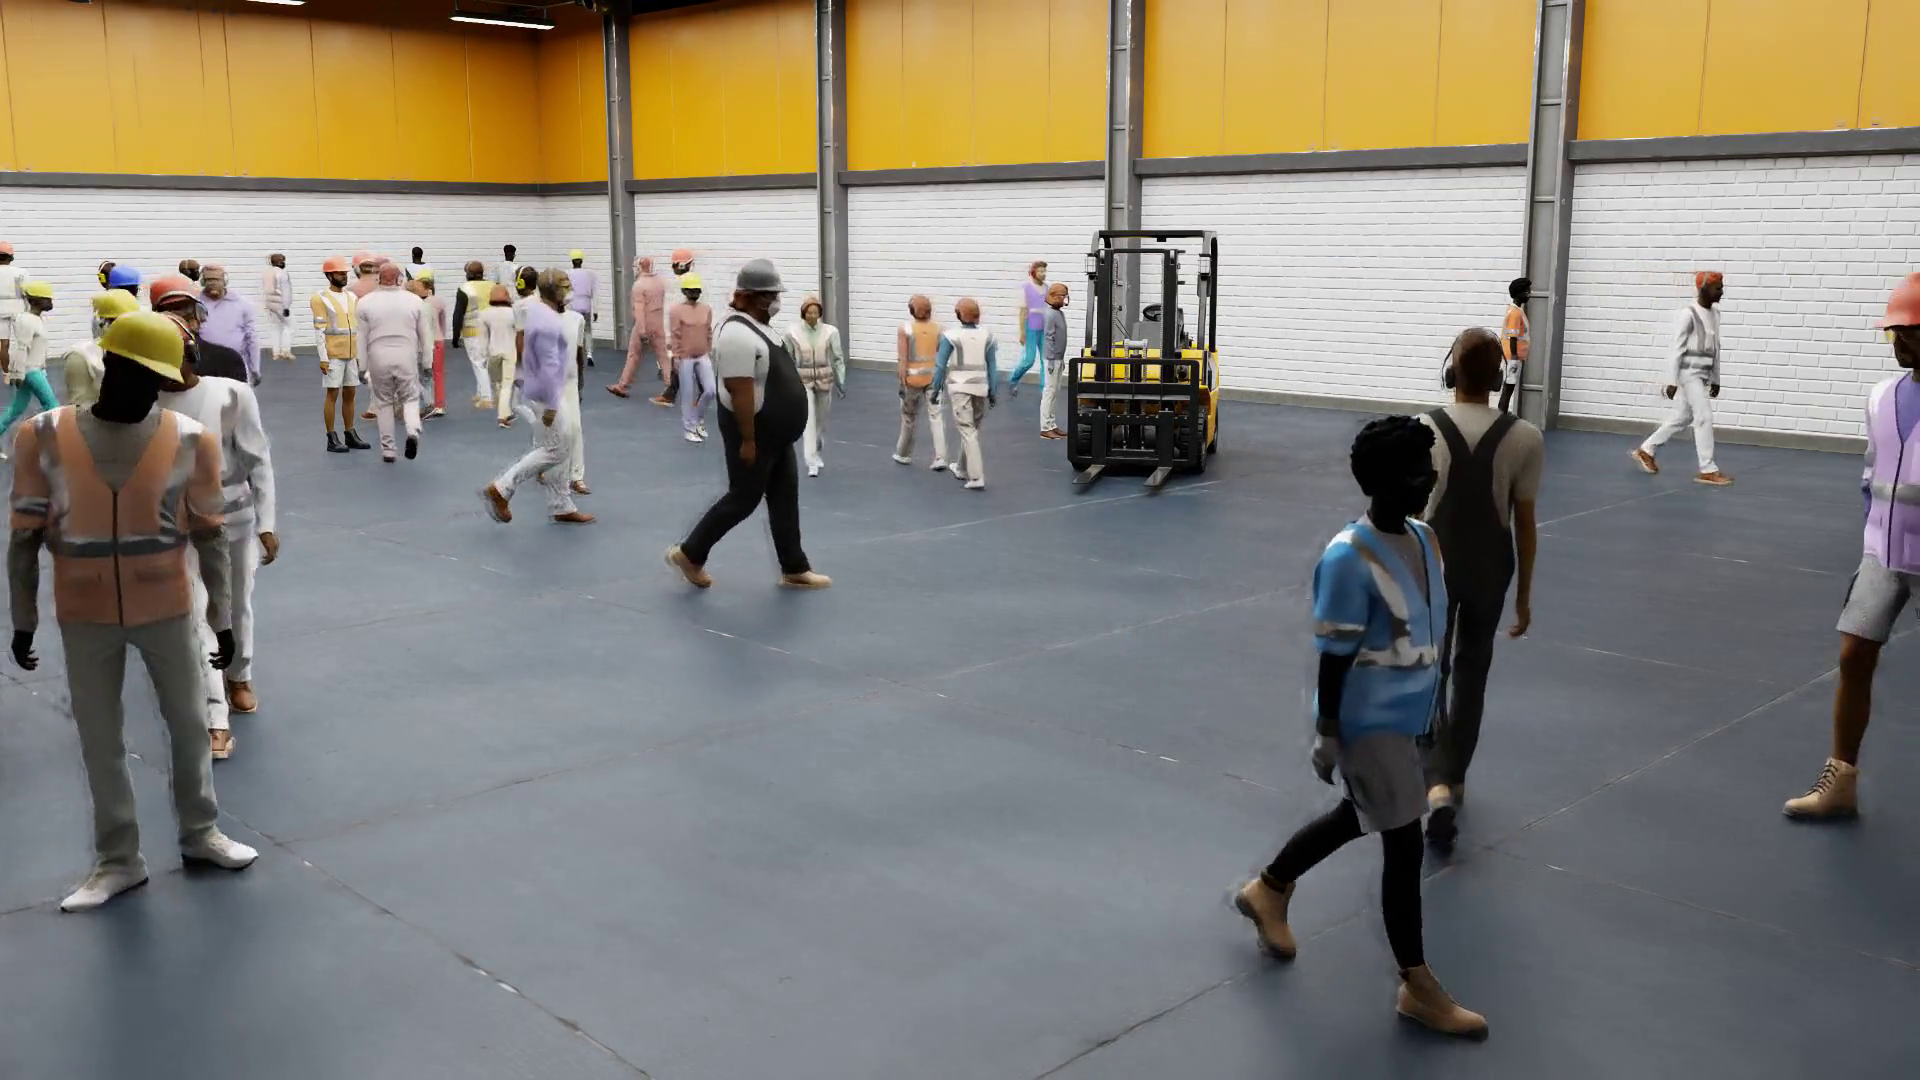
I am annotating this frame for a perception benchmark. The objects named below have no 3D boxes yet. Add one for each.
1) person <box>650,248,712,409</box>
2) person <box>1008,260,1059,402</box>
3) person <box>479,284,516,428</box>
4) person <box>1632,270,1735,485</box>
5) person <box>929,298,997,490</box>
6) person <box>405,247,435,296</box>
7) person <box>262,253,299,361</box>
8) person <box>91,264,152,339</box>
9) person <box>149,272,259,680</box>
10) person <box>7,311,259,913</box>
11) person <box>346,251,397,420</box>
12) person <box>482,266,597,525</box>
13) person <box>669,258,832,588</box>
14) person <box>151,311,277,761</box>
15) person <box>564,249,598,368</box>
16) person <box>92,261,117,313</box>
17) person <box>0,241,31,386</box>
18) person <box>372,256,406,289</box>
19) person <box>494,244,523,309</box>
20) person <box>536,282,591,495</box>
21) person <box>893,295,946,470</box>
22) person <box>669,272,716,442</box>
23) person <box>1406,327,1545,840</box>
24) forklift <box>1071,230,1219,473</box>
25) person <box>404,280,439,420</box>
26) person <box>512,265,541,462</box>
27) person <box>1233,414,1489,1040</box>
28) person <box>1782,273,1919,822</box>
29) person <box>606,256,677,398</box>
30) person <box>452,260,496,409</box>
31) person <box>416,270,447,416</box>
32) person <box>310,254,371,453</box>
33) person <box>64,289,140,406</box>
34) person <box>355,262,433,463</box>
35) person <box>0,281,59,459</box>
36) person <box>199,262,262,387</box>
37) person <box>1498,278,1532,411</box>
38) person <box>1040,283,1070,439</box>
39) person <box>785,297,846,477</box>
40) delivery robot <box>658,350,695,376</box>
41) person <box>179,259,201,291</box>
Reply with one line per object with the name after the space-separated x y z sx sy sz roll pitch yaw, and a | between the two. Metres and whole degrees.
-3.477 -2.581 20.413 0.889 1.959 0.653 0 10 -2 | person
0.955 -2.696 21.446 0.576 1.822 0.778 -9 13 -39 | person
-5.115 -2.068 18.651 0.498 1.590 0.858 1 10 5 | person
6.354 -1.434 14.529 0.583 1.848 0.947 -9 14 -40 | person
0.034 -1.244 14.131 0.528 1.591 0.854 -5 12 -27 | person
-9.874 -4.403 30.489 0.396 1.919 0.590 7 13 34 | person
-11.528 -3.950 28.248 0.649 1.825 0.500 7 13 35 | person
-6.373 -1.181 12.946 0.606 1.924 0.756 -9 14 -41 | person
-3.622 -0.282 7.895 0.627 1.963 0.547 0 10 1 | person
-2.664 0.223 5.345 0.684 1.891 0.394 -4 11 -23 | person
-6.689 -2.313 18.991 0.688 1.960 0.628 7 12 33 | person
-3.075 -1.023 12.078 0.722 1.921 0.639 -3 11 -16 | person
-1.279 -0.696 9.942 0.896 2.000 0.686 2 11 8 | person
-3.218 -0.059 7.057 0.585 1.834 1.028 -5 11 -24 | person
-6.125 -3.710 26.720 0.584 1.913 0.415 -4 11 -21 | person
-8.608 -1.902 16.979 0.329 1.873 0.514 5 11 23 | person
-13.486 -3.206 23.615 0.605 2.045 0.378 -3 11 -18 | person
-7.063 -2.557 20.517 0.661 1.886 0.475 -5 12 -26 | person
-8.427 -4.558 31.219 0.604 1.959 0.378 2 11 13 | person
-3.392 -1.327 13.969 0.520 1.833 0.938 -5 12 -27 | person
-0.346 -1.442 15.228 0.537 1.587 0.880 -5 12 -26 | person
-2.743 -1.874 17.140 0.535 1.750 0.378 -8 13 -36 | person
1.793 0.149 5.962 0.522 1.817 0.866 2 11 12 | person
1.804 -1.825 15.677 1.214 2.155 2.313 2 11 13 | forklift
-6.221 -2.169 19.115 0.343 1.624 0.511 2 11 9 | person
-3.924 -1.611 15.427 0.481 1.853 0.557 4 11 23 | person
1.103 0.470 4.614 0.817 1.668 0.537 9 14 40 | person
3.537 0.043 6.019 0.943 2.013 0.618 -4 11 -19 | person
-4.148 -2.770 21.762 0.999 1.855 0.648 5 12 27 | person
-6.043 -2.542 20.615 0.751 1.814 0.641 8 13 36 | person
-6.365 -2.344 19.795 0.538 1.709 0.913 -8 13 -38 | person
-6.123 -1.842 16.458 0.347 1.943 0.545 5 11 25 | person
-4.904 -0.567 9.850 0.613 1.810 0.629 5 11 24 | person
-5.280 -1.648 15.551 0.684 1.885 0.553 -4 11 -21 | person
-8.955 -1.622 15.908 0.918 1.710 0.521 -4 11 -22 | person
-6.700 -1.563 15.077 0.671 1.888 0.429 -4 11 -21 | person
5.848 -1.920 17.570 0.318 1.691 0.535 3 11 18 | person
1.007 -1.886 17.541 0.266 1.631 0.507 3 11 17 | person
-1.318 -1.405 15.029 0.520 1.592 0.879 -2 11 -11 | person
-4.093 -2.633 24.298 0.707 0.478 0.477 9 14 41 | delivery robot
-9.735 -2.629 21.060 0.431 1.834 0.626 -2 11 -12 | person
